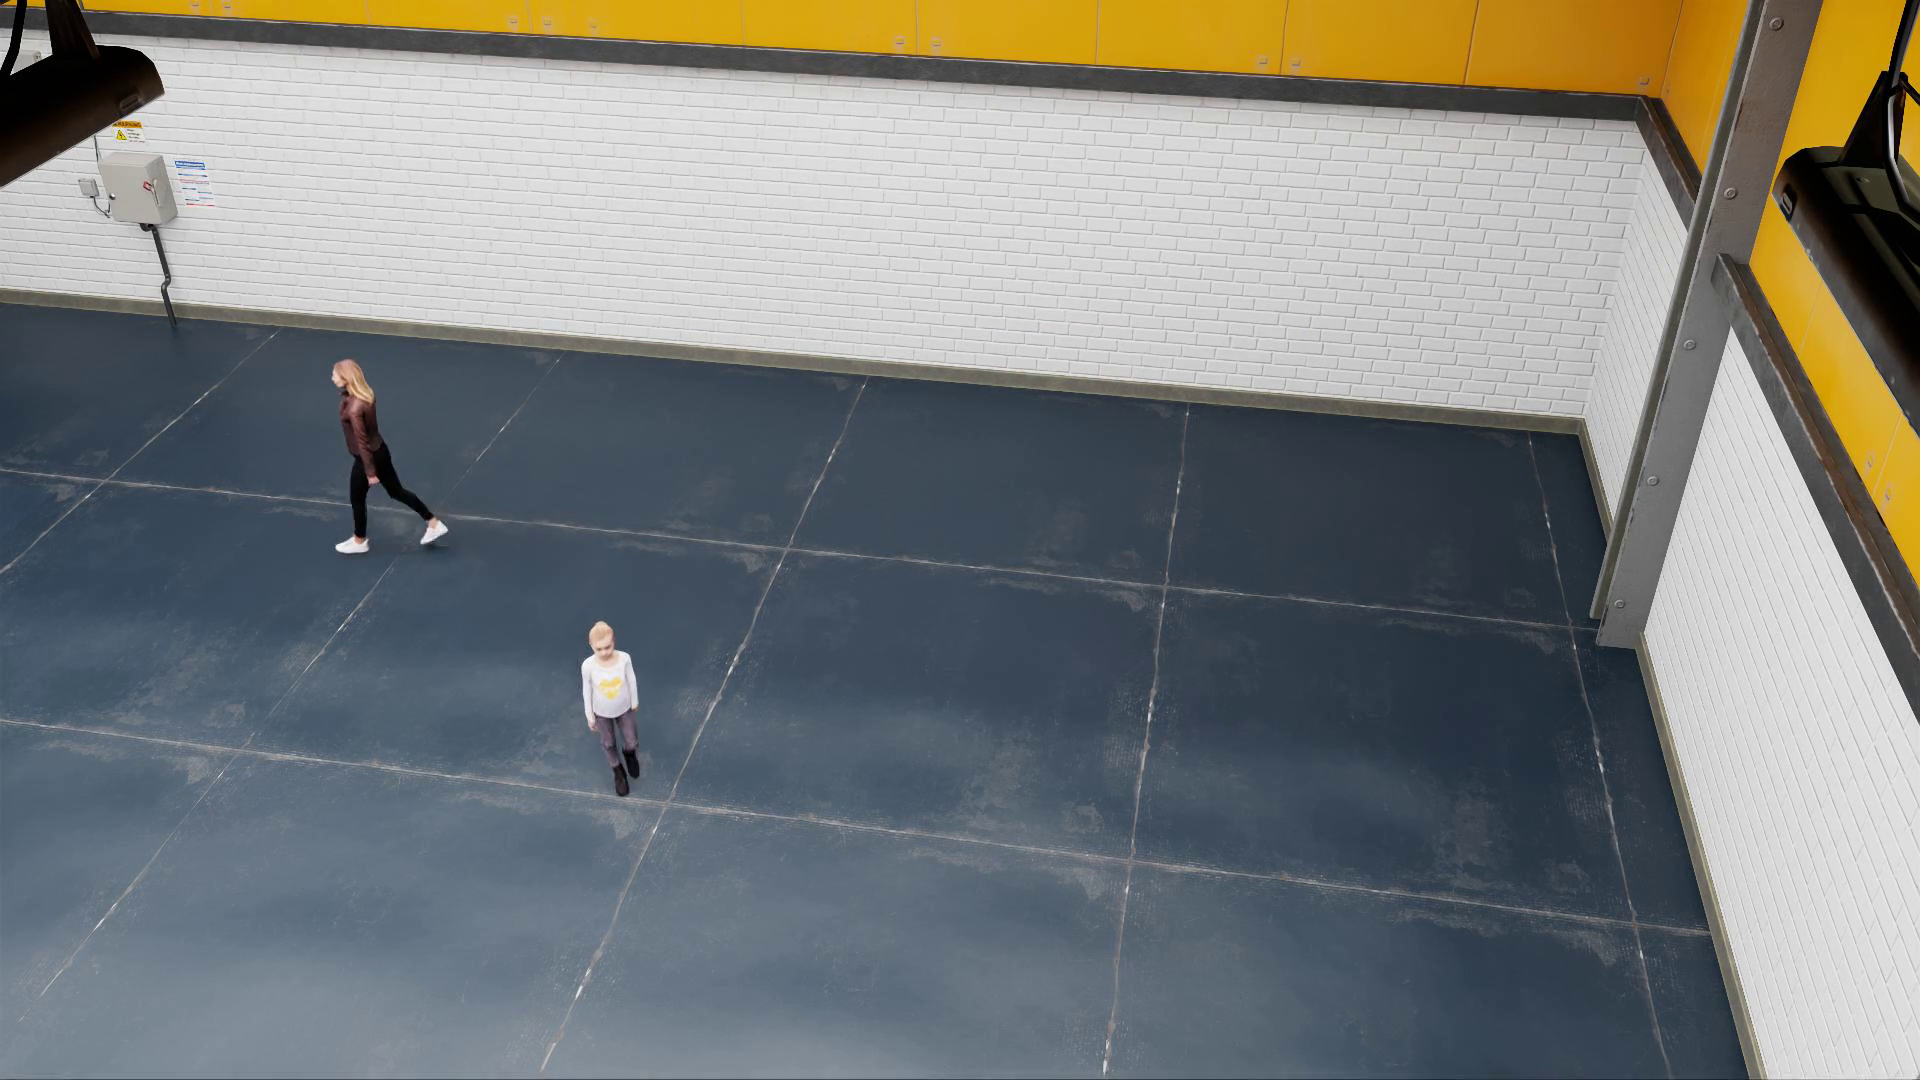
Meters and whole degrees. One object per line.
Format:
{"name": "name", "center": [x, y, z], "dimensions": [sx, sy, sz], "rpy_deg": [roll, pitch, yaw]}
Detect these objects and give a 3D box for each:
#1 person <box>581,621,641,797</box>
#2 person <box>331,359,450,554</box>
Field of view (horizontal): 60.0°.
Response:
{"name": "person", "center": [-2.226, 1.039, 10.609], "dimensions": [0.592, 1.270, 0.649], "rpy_deg": [-10, 35, -14]}
{"name": "person", "center": [-4.426, -0.619, 12.742], "dimensions": [0.853, 1.670, 1.101], "rpy_deg": [-2, 34, -2]}
